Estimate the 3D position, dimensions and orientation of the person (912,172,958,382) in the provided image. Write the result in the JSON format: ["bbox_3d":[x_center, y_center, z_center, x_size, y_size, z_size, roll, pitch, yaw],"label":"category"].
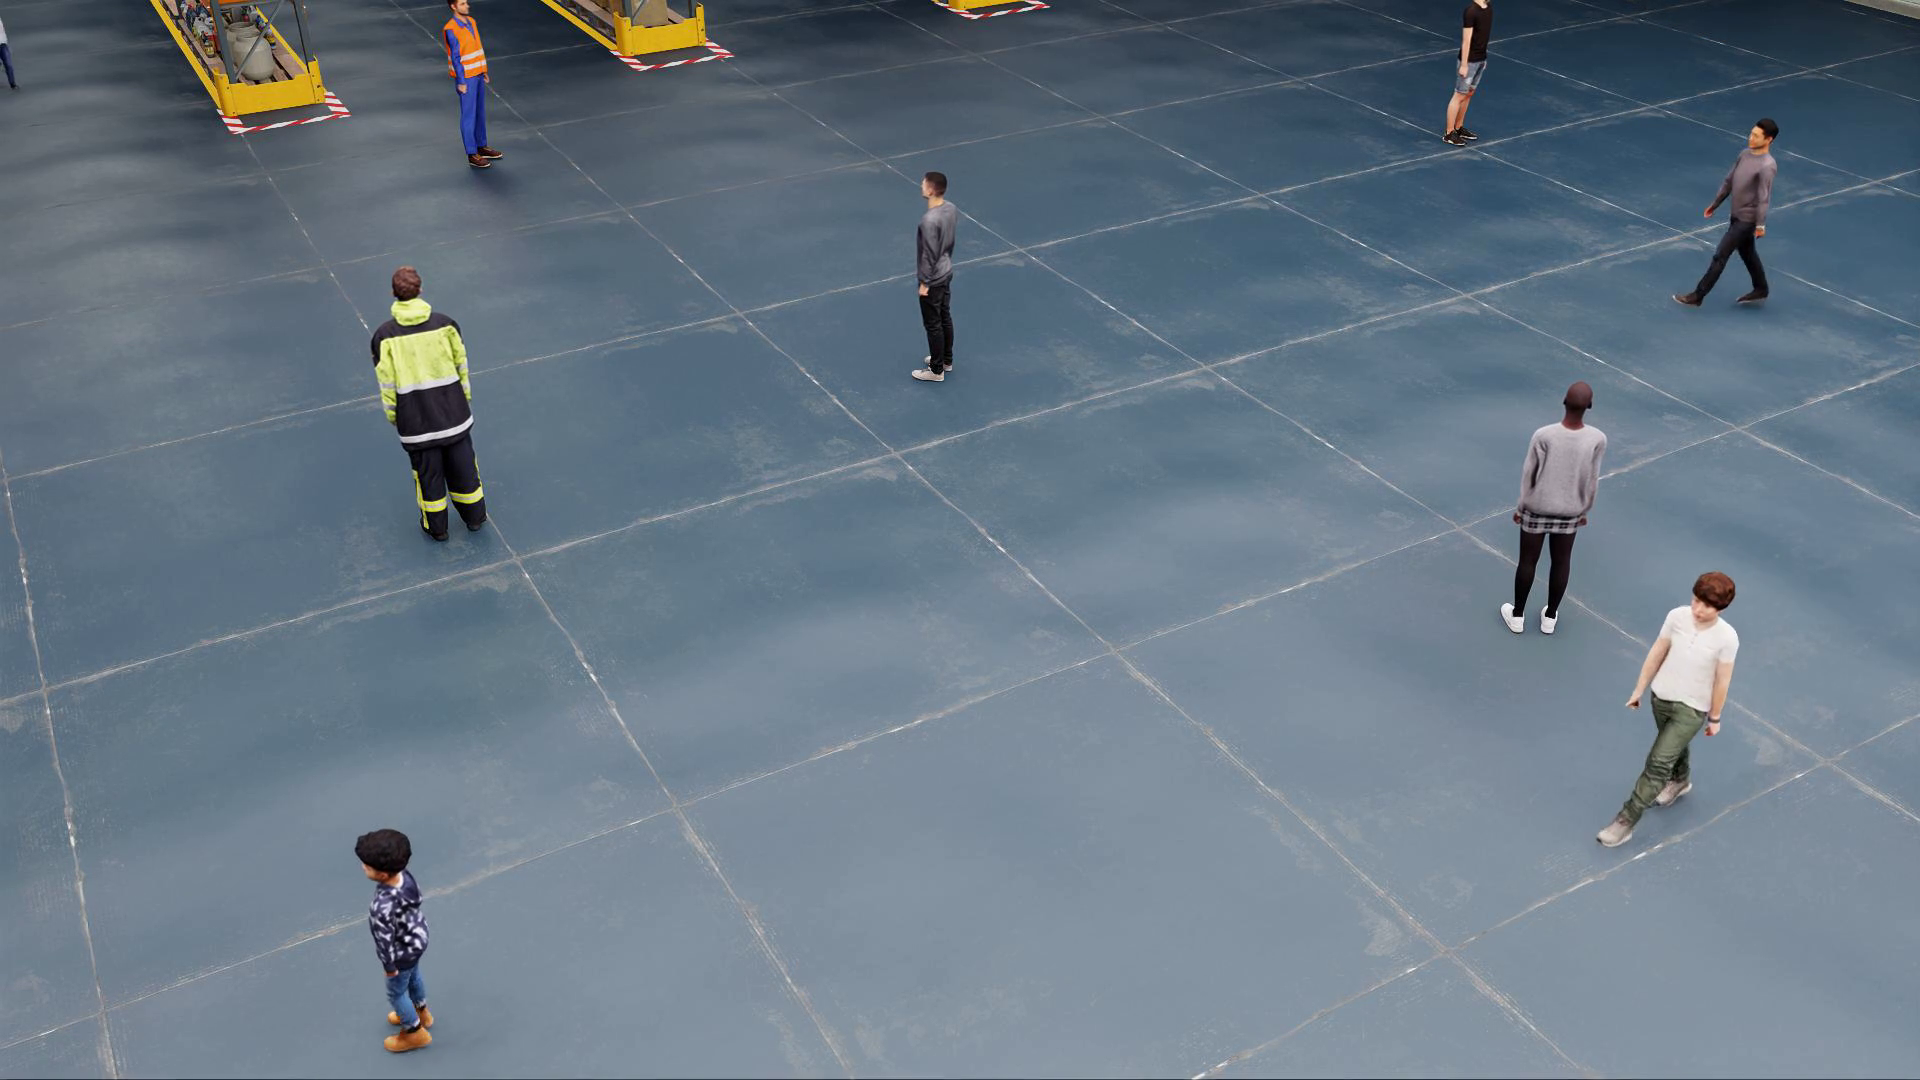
[{"bbox_3d":[-0.198,-2.155,13.582,0.727,1.761,0.704,14,35,21],"label":"person"}]

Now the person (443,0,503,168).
[{"bbox_3d":[-5.317,-5.011,18.012,0.838,1.864,0.773,7,33,12],"label":"person"}]

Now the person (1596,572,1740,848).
[{"bbox_3d":[3.913,0.856,8.950,0.728,1.609,1.062,-21,38,-30],"label":"person"}]

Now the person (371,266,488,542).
[{"bbox_3d":[-3.658,-0.934,11.440,0.761,1.981,0.617,-18,36,-26],"label":"person"}]

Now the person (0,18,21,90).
[{"bbox_3d":[-11.891,-6.111,20.466,0.745,1.105,0.614,19,37,27],"label":"person"}]

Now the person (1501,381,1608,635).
[{"bbox_3d":[3.736,-0.198,10.468,0.699,1.772,0.726,3,32,5],"label":"person"}]

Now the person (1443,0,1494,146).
[{"bbox_3d":[5.726,-5.392,18.633,0.678,1.846,0.738,25,40,34],"label":"person"}]

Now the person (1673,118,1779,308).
[{"bbox_3d":[7.037,-2.851,14.716,1.099,1.728,1.154,11,34,17],"label":"person"}]

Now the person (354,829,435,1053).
[{"bbox_3d":[-2.576,1.841,7.729,0.671,1.246,0.601,0,32,0],"label":"person"}]
